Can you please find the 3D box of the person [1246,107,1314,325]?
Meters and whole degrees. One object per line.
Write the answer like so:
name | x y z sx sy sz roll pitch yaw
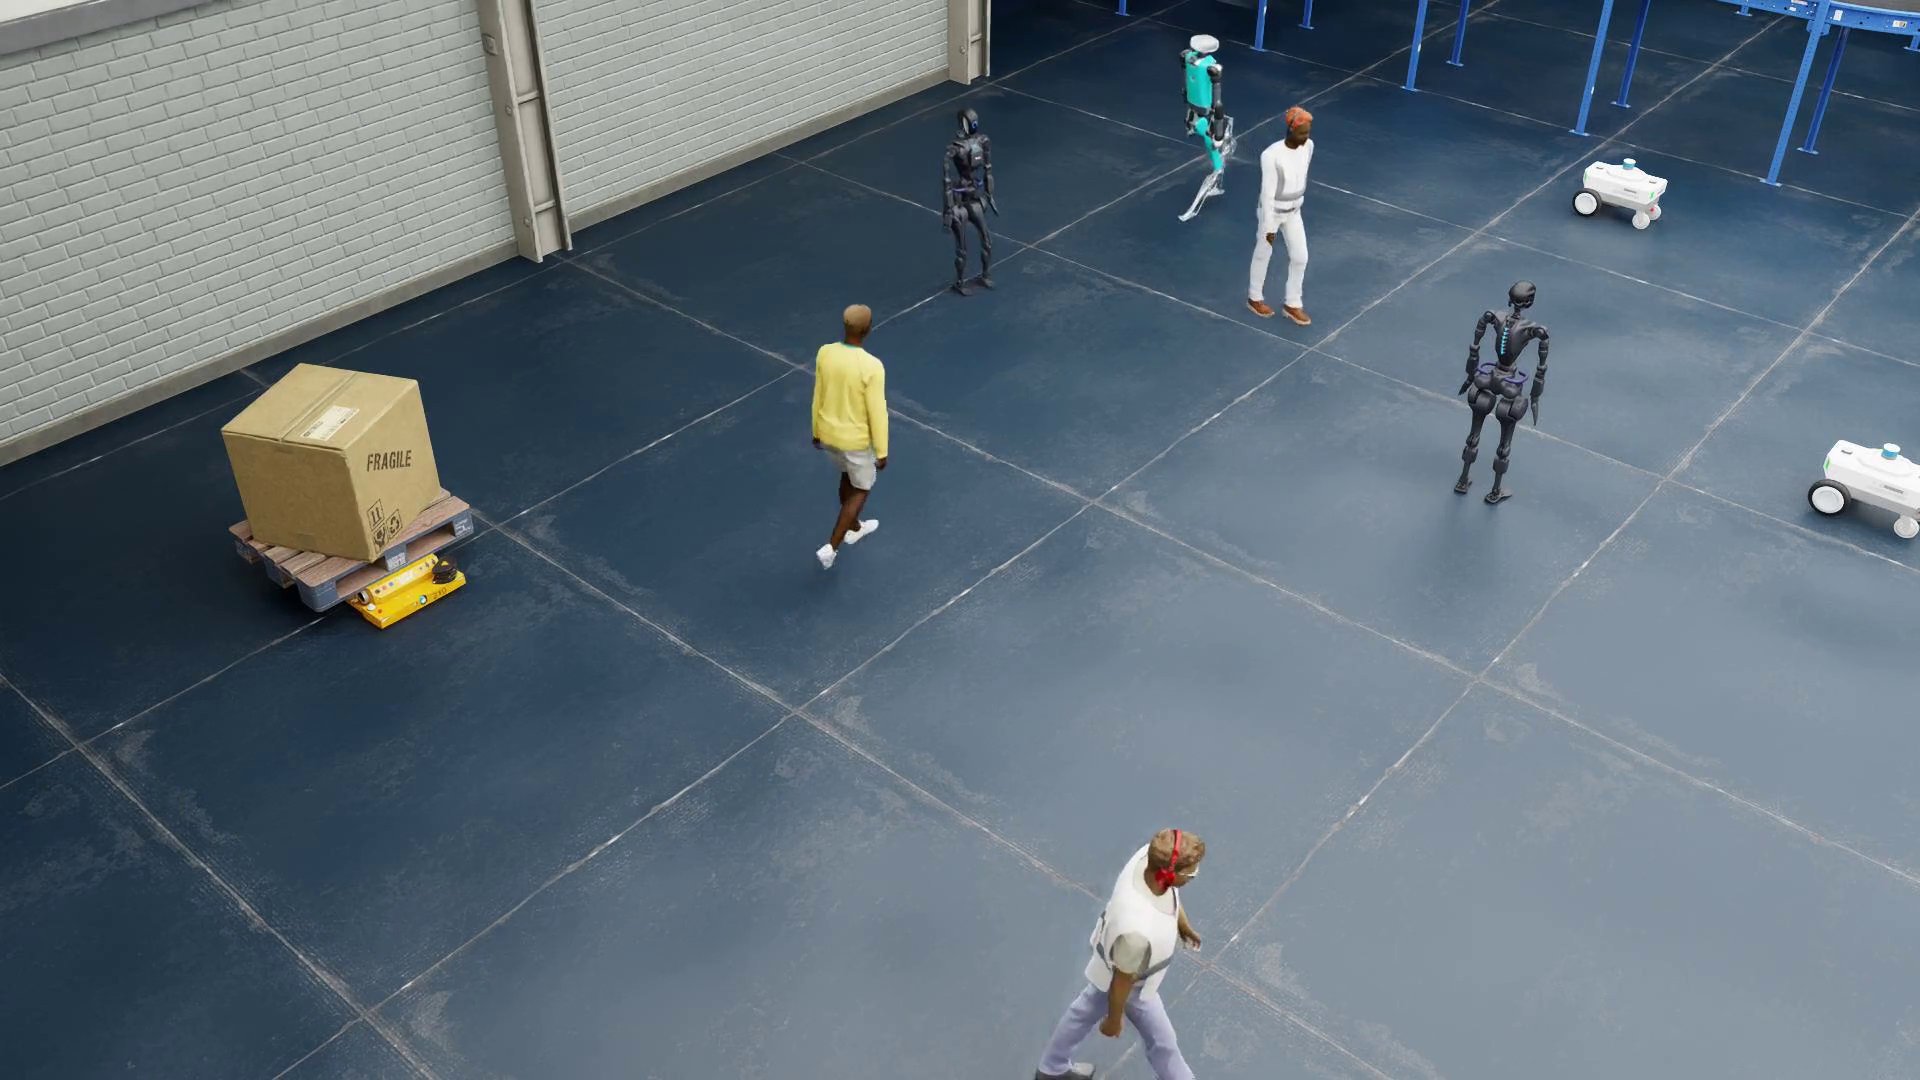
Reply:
person | 2.703 -2.639 13.722 0.579 1.857 0.750 -19 40 -25

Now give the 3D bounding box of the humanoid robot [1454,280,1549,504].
humanoid robot | 3.777 -1.053 11.640 0.599 1.657 0.315 27 43 32

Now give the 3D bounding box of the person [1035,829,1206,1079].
person | 0.816 1.916 7.398 0.985 1.779 0.628 6 36 8

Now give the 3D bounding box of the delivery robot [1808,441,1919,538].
delivery robot | 6.460 -0.411 11.694 0.739 0.566 0.499 27 43 32

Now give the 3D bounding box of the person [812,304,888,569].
person | -0.756 -0.646 10.921 0.589 1.864 0.741 21 40 27

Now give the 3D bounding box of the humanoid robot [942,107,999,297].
humanoid robot | 0.072 -2.881 14.212 0.585 1.647 0.366 -29 44 -34

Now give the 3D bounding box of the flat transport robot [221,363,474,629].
flat transport robot | -4.050 0.102 11.245 1.431 0.231 0.659 27 43 32

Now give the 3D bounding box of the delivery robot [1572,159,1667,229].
delivery robot | 6.294 -3.334 15.798 0.739 0.566 0.499 27 43 32

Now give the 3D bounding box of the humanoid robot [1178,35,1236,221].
humanoid robot | 2.433 -3.900 15.624 0.858 1.784 0.533 -21 40 -26
